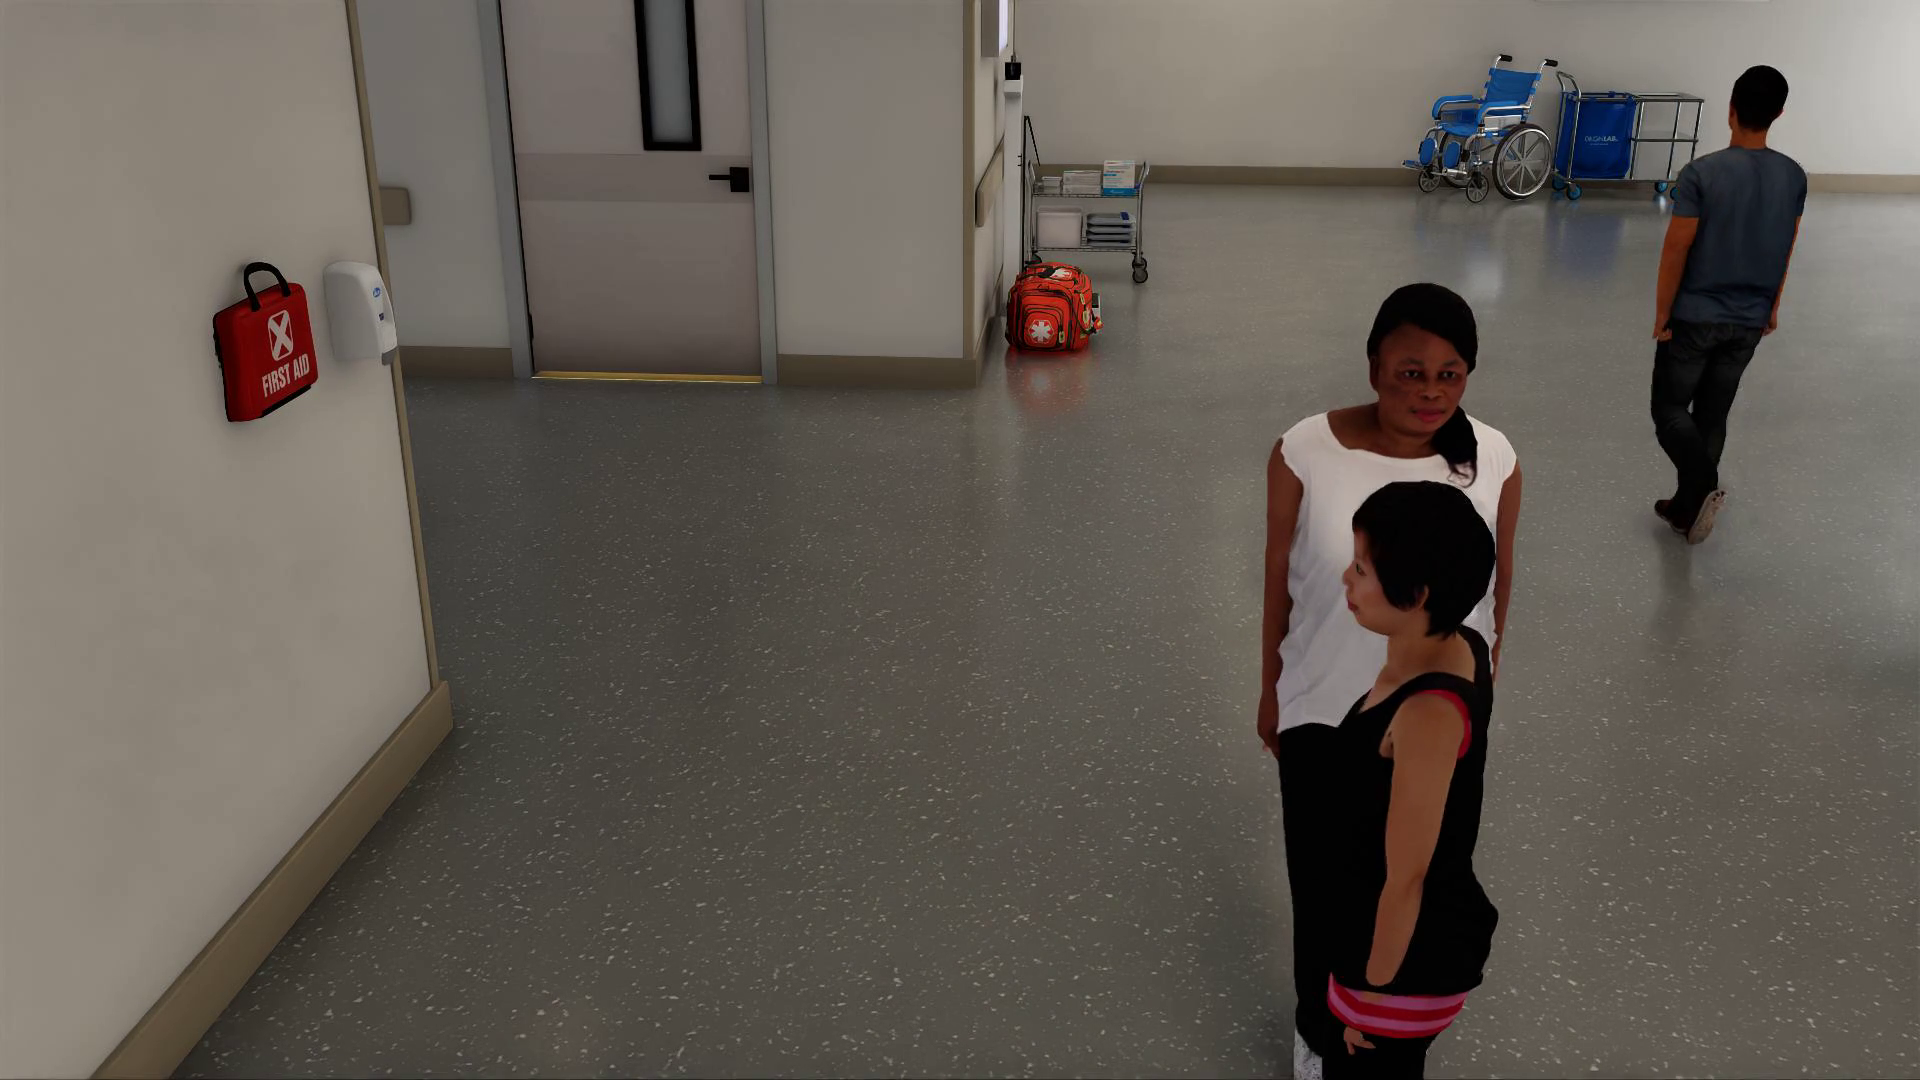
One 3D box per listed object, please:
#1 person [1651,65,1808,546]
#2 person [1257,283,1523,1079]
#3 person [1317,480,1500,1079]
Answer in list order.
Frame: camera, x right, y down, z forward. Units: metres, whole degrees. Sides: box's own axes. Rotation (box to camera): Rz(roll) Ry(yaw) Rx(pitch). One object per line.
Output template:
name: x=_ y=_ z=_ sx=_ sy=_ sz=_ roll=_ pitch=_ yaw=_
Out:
person: x=2.852 y=-0.815 z=6.186 sx=0.702 sy=1.796 sz=0.923 roll=0 pitch=21 yaw=0
person: x=0.867 y=0.302 z=3.397 sx=0.638 sy=1.682 sz=0.801 roll=2 pitch=21 yaw=4
person: x=0.718 y=0.642 z=2.694 sx=0.658 sy=1.545 sz=0.535 roll=9 pitch=22 yaw=22
